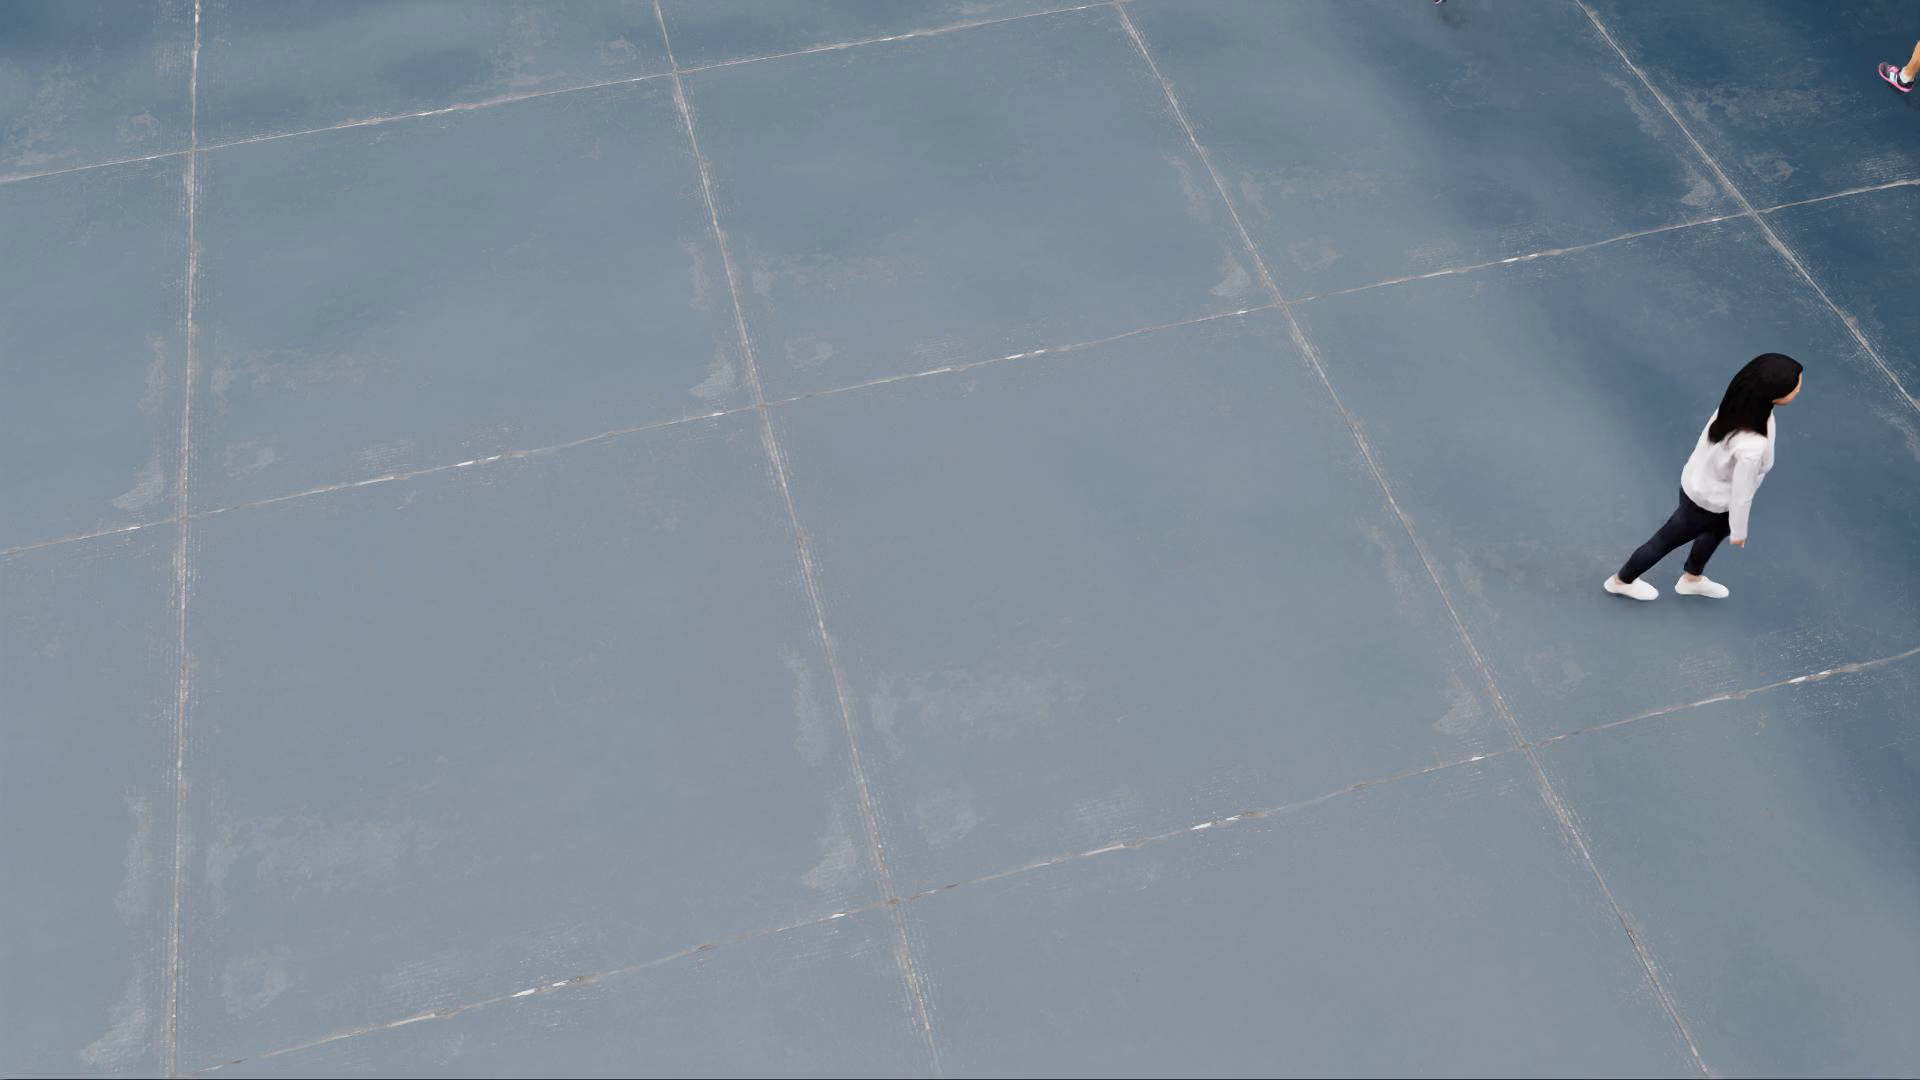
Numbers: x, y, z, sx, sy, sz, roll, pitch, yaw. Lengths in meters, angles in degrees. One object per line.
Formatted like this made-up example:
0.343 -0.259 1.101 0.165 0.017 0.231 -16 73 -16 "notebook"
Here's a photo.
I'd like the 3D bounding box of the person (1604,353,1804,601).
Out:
3.302 -0.240 7.523 0.895 1.678 0.878 12 53 9 "person"
